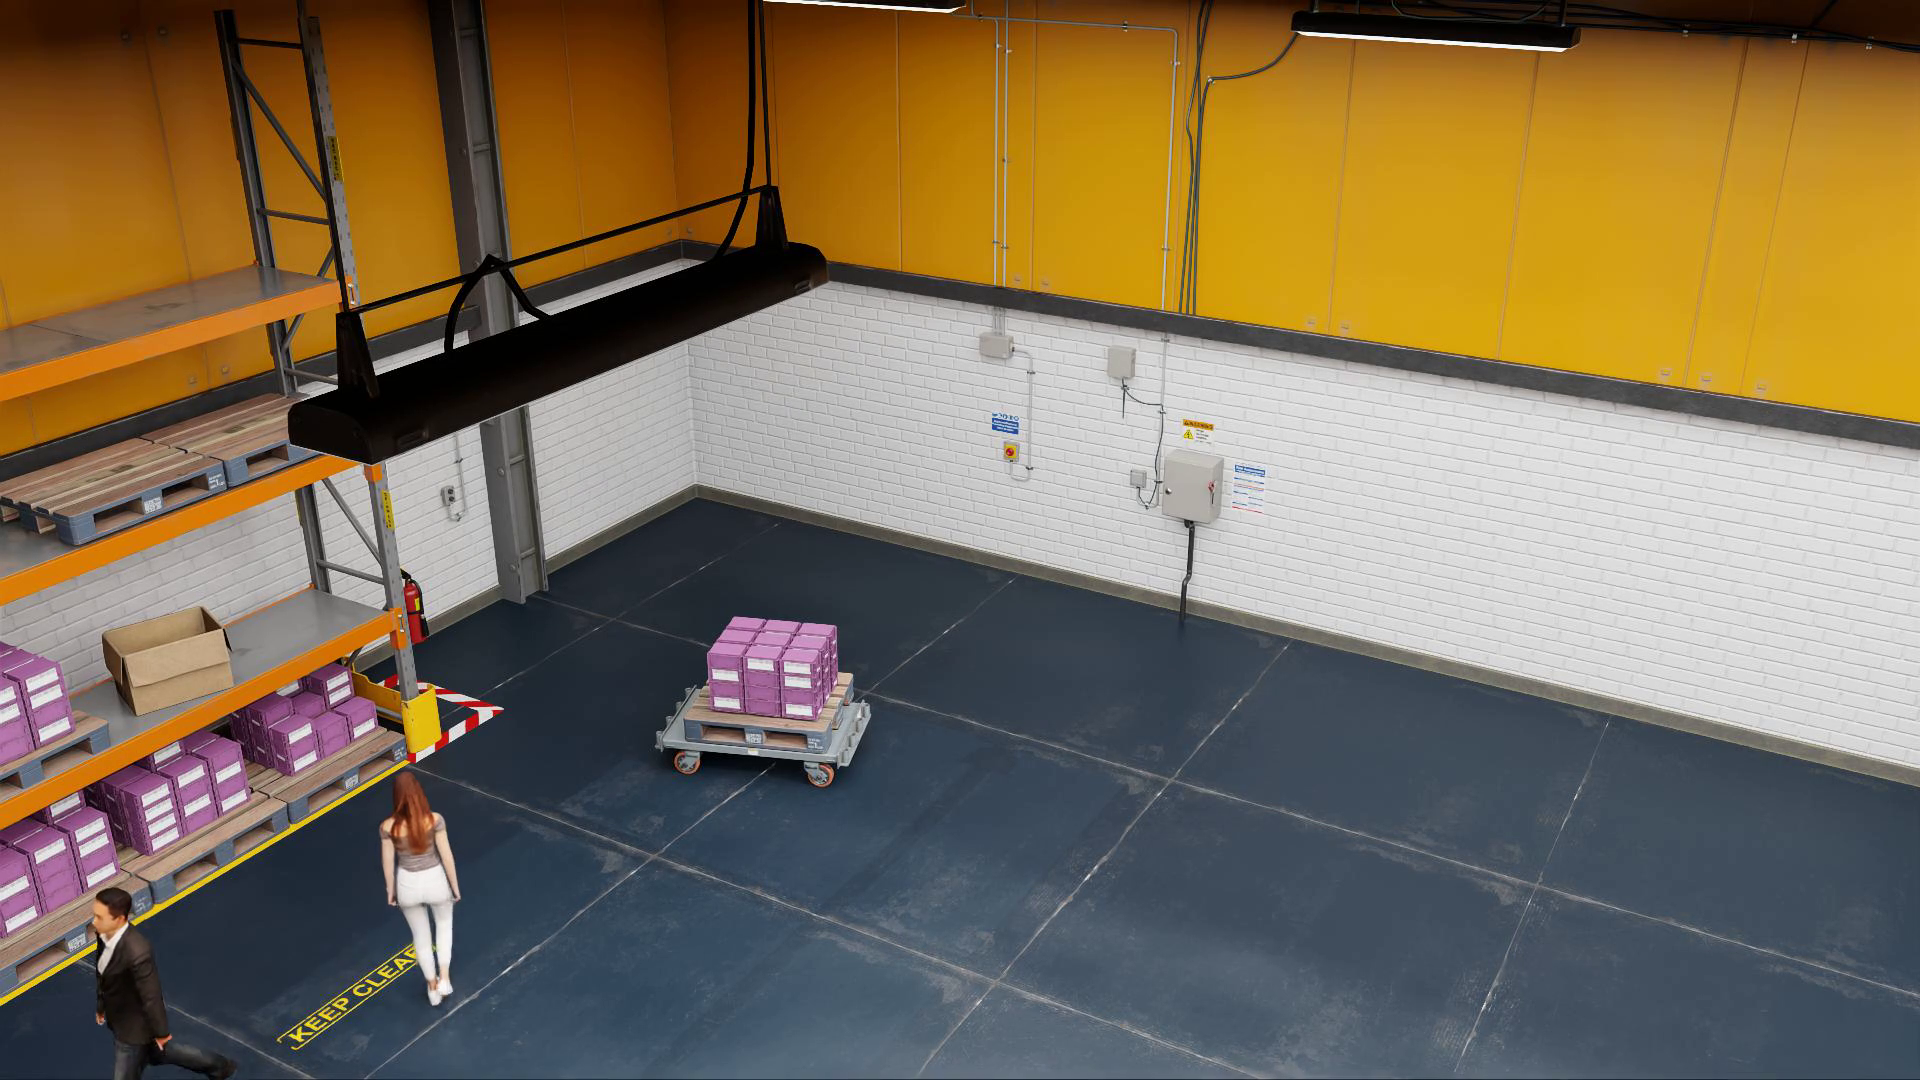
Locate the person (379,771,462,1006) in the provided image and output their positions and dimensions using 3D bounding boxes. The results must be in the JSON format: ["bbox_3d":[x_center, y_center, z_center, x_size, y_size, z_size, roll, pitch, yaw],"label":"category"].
[{"bbox_3d":[-3.505,2.324,10.857,0.752,1.717,0.814,-7,25,-15],"label":"person"}]

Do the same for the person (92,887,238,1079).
[{"bbox_3d":[-4.760,2.761,9.786,1.196,1.773,0.878,-21,31,-40],"label":"person"}]
